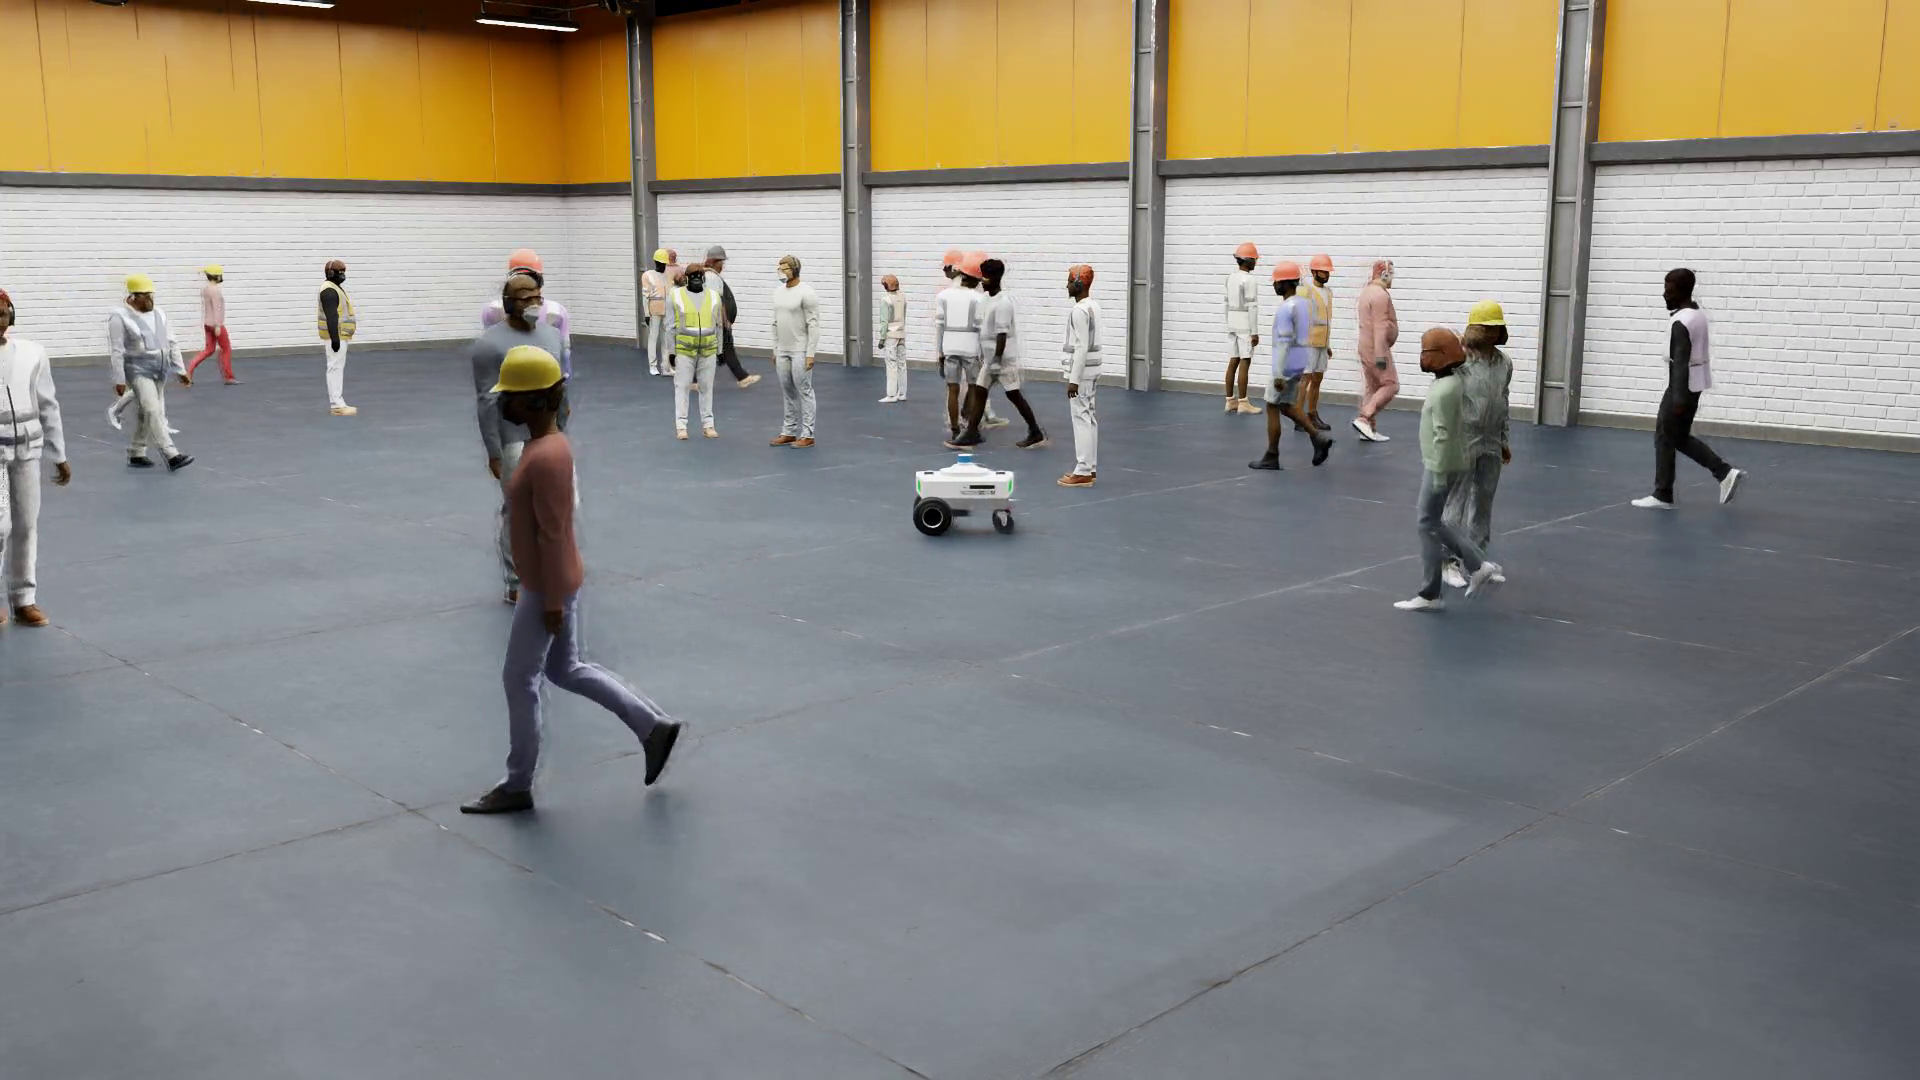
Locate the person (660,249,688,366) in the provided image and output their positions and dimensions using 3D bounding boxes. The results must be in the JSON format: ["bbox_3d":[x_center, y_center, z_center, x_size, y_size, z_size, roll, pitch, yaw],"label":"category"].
[{"bbox_3d":[-4.693,-3.769,27.063,0.642,1.909,0.399,-4,11,-21],"label":"person"}]

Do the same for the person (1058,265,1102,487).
[{"bbox_3d":[1.030,-1.395,14.176,0.344,1.882,0.584,3,11,16],"label":"person"}]

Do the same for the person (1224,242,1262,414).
[{"bbox_3d":[3.396,-2.525,19.903,0.381,2.045,0.605,-4,11,-22],"label":"person"}]

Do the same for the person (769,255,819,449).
[{"bbox_3d":[-1.660,-1.883,16.689,0.628,1.939,0.374,10,14,44],"label":"person"}]

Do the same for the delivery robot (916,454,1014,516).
[{"bbox_3d":[0.036,-0.379,12.007,0.707,0.478,0.477,0,10,-1],"label":"delivery robot"}]

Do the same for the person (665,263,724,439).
[{"bbox_3d":[-2.777,-1.981,17.489,0.619,1.845,0.430,-4,11,-23],"label":"person"}]

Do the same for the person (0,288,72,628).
[{"bbox_3d":[-5.146,-0.435,8.996,0.418,1.873,0.581,7,12,33],"label":"person"}]

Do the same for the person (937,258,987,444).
[{"bbox_3d":[0.032,-1.911,17.003,0.581,1.894,0.345,4,11,22],"label":"person"}]

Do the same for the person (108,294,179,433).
[{"bbox_3d":[-8.835,-1.943,17.899,0.679,1.614,0.507,2,11,11],"label":"person"}]

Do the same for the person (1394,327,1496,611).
[{"bbox_3d":[2.754,-0.387,9.385,0.455,1.618,0.516,4,11,20],"label":"person"}]

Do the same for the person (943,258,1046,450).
[{"bbox_3d":[0.388,-1.824,16.458,1.031,1.913,0.616,-2,11,-13],"label":"person"}]

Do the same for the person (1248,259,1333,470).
[{"bbox_3d":[3.005,-1.567,15.029,0.679,1.918,0.567,7,13,35],"label":"person"}]

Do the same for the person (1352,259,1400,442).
[{"bbox_3d":[4.319,-1.938,17.128,0.425,1.884,0.661,0,10,3],"label":"person"}]

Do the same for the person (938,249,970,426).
[{"bbox_3d":[-0.035,-2.242,18.558,0.464,1.977,0.622,1,10,7],"label":"person"}]

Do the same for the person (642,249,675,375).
[{"bbox_3d":[-4.588,-3.495,25.536,0.585,1.919,0.374,-9,14,-42],"label":"person"}]

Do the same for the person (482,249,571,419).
[{"bbox_3d":[-3.115,-1.070,12.019,0.608,2.034,0.425,-2,11,-12],"label":"person"}]

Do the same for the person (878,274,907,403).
[{"bbox_3d":[-0.857,-2.569,21.255,0.312,1.638,0.512,7,12,32],"label":"person"}]

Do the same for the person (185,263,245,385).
[{"bbox_3d":[-10.662,-3.053,23.612,0.756,1.747,0.536,-9,14,-42],"label":"person"}]

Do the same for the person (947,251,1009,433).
[{"bbox_3d":[0.241,-2.132,18.004,0.889,1.948,0.614,-3,11,-16],"label":"person"}]

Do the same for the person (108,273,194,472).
[{"bbox_3d":[-7.303,-1.515,15.083,0.910,1.781,0.606,4,11,19],"label":"person"}]

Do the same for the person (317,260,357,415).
[{"bbox_3d":[-7.416,-2.408,19.830,0.430,1.841,0.624,-3,11,-15],"label":"person"}]

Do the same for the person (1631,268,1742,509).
[{"bbox_3d":[5.621,-1.143,12.793,0.692,1.889,0.627,8,13,37],"label":"person"}]

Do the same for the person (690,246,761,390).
[{"bbox_3d":[-3.308,-3.073,22.903,1.030,2.000,0.692,-1,10,-3],"label":"person"}]

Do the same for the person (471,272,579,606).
[{"bbox_3d":[-2.456,-0.548,9.451,0.453,1.921,0.653,8,13,36],"label":"person"}]

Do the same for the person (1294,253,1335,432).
[{"bbox_3d":[3.893,-2.144,18.117,0.551,1.934,0.373,-10,14,-43],"label":"person"}]

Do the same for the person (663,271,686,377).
[{"bbox_3d":[-4.227,-3.209,24.843,0.593,1.604,0.558,2,11,11],"label":"person"}]

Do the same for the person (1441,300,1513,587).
[{"bbox_3d":[3.174,-0.588,10.163,0.487,1.744,0.297,-5,12,-25],"label":"person"}]

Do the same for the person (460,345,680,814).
[{"bbox_3d":[-1.469,0.145,6.165,0.760,1.739,0.533,-2,11,-12],"label":"person"}]
